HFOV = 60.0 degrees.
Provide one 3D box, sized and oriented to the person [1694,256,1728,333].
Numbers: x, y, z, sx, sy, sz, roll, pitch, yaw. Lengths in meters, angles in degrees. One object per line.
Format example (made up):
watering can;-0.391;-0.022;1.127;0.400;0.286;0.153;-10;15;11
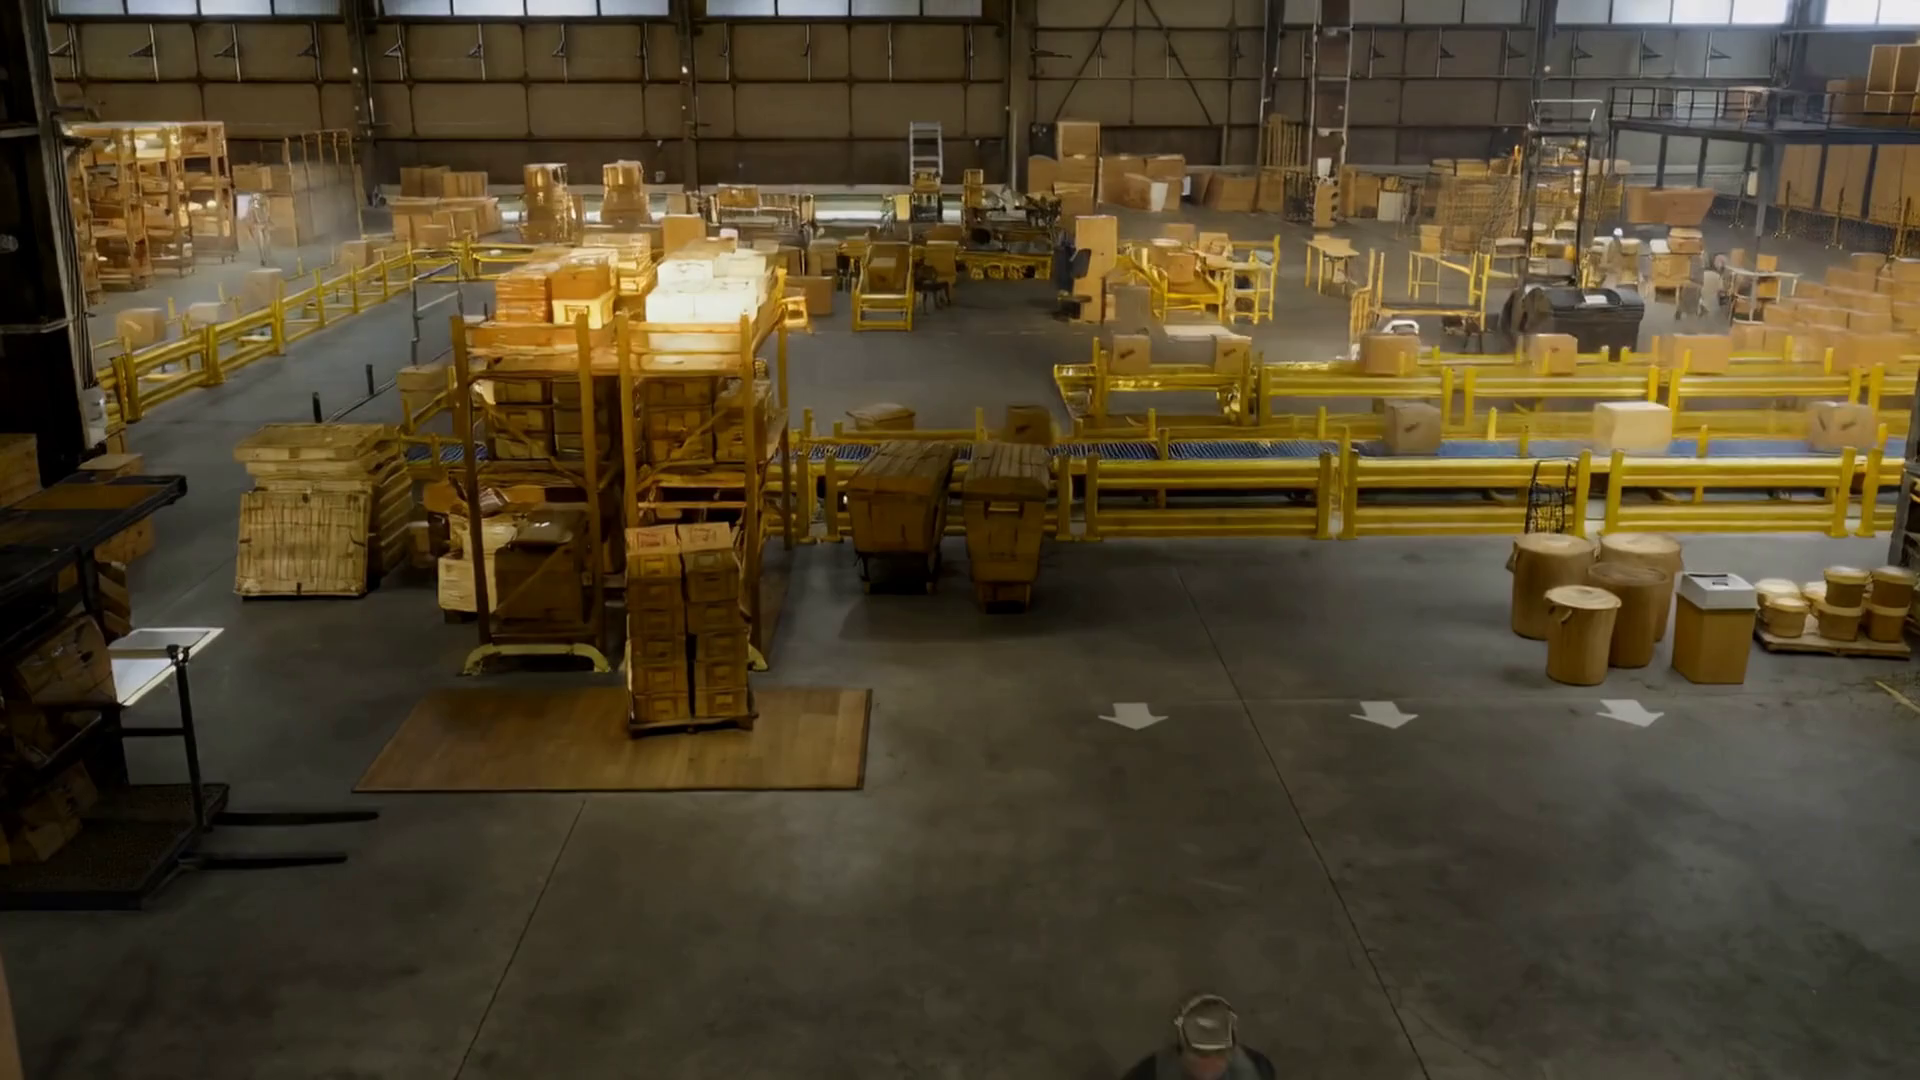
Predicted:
person;13.151;-4.030;28.971;0.981;1.813;0.556;-2;16;-8

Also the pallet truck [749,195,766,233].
pallet truck;-6.051;-9.967;50.660;0.680;1.201;1.601;0;16;-1

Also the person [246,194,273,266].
person;-17.832;-7.887;42.391;0.598;1.816;0.482;-12;20;-36

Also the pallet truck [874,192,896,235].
pallet truck;-2.277;-9.986;50.594;0.653;1.274;1.630;0;16;-1

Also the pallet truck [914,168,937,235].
pallet truck;-0.989;-10.316;50.507;0.823;1.965;1.885;1;16;3

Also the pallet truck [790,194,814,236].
pallet truck;-4.814;-9.883;50.259;0.704;1.261;1.522;-1;16;-3

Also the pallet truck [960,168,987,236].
pallet truck;0.383;-10.230;50.206;0.823;1.965;1.885;-1;16;-3

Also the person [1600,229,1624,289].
person;13.473;-5.544;34.351;0.523;1.761;0.345;-8;18;-25

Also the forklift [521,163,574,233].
forklift;-12.233;-10.122;49.298;1.157;1.987;2.680;0;16;-1

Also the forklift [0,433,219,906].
forklift;-5.952;0.780;10.366;1.873;2.768;1.129;0;16;-1

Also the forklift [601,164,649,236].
forklift;-9.948;-10.127;49.296;1.157;1.987;2.680;-1;16;-3

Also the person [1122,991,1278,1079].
person;0.866;2.509;6.192;0.661;1.854;1.017;-2;16;-8
